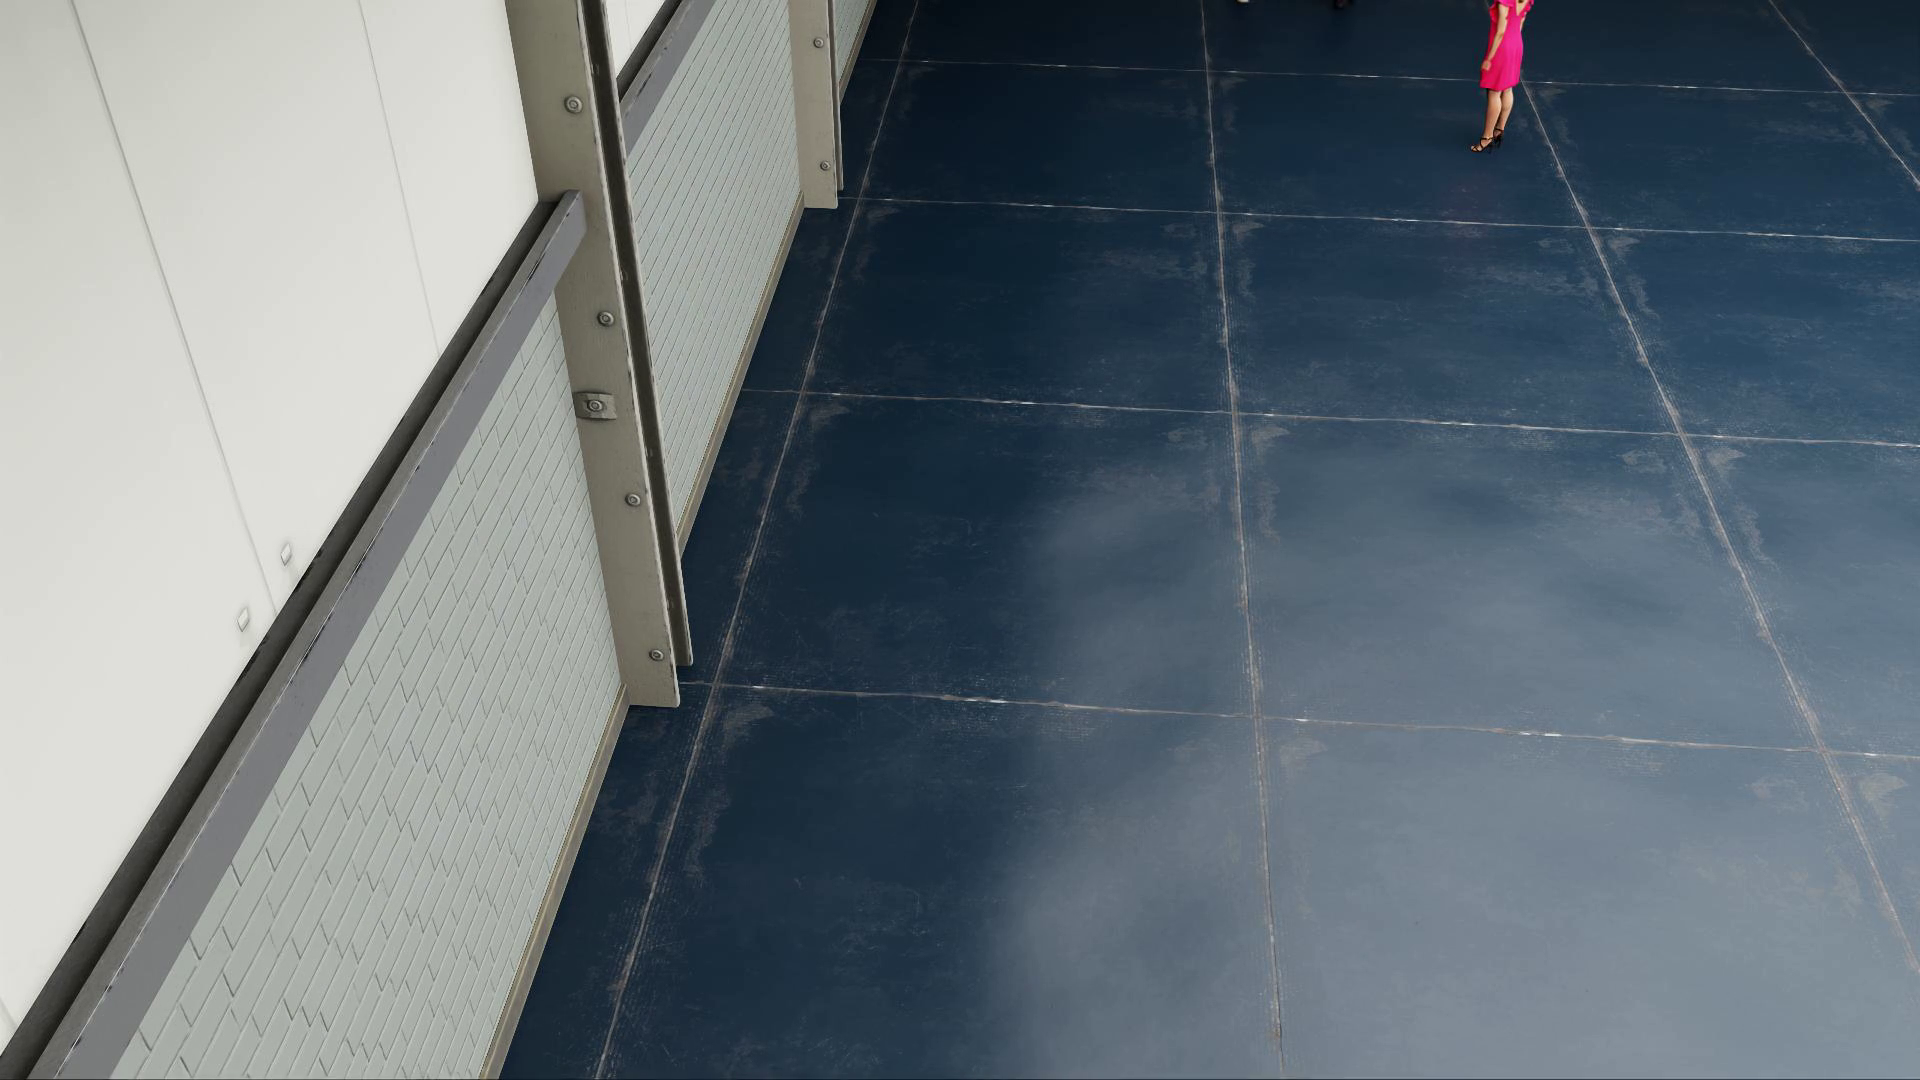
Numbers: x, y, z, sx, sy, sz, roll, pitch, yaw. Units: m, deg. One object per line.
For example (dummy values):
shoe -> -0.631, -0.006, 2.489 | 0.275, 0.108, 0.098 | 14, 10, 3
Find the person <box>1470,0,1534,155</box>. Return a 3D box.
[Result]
person -> 4.669, -4.167, 14.240 | 0.664, 1.726, 0.723 | -27, 45, -30
